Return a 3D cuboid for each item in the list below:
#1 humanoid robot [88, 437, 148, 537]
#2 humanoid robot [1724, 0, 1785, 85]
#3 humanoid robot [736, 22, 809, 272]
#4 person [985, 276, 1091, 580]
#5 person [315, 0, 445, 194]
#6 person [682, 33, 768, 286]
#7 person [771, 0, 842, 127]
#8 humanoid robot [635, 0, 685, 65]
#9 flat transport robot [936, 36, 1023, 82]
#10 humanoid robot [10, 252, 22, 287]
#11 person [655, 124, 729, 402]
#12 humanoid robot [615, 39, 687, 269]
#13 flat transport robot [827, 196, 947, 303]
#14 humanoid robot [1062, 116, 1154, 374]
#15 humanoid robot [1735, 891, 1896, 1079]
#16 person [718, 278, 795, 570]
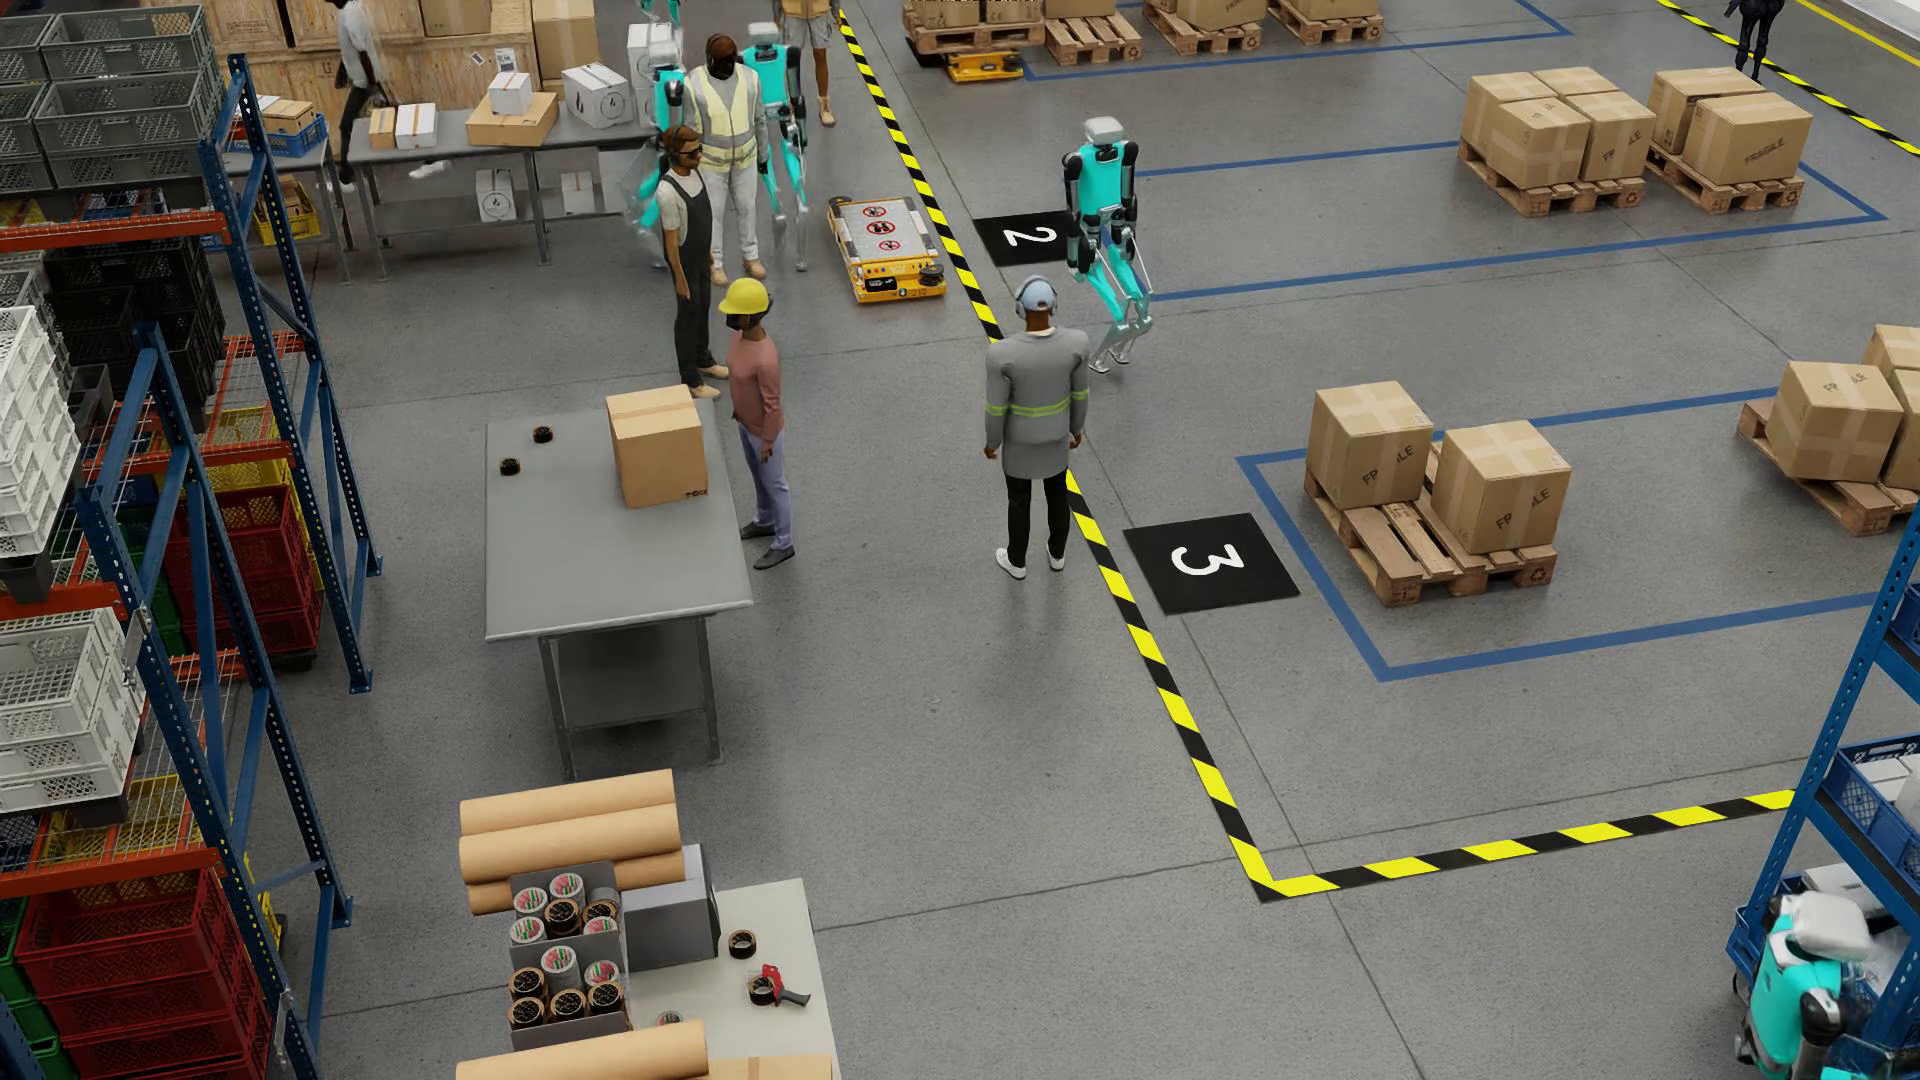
[{"bbox_3d":[-4.842,-0.690,9.292,0.394,1.646,0.587,-13,38,-16],"label":"humanoid robot"},{"bbox_3d":[7.197,-4.892,14.938,0.599,1.654,0.315,-15,39,-19],"label":"humanoid robot"},{"bbox_3d":[-1.301,-2.763,12.089,0.543,1.813,0.798,-12,38,-16],"label":"humanoid robot"},{"bbox_3d":[0.405,-0.602,9.037,0.586,1.852,0.384,-10,38,-13],"label":"person"},{"bbox_3d":[-4.719,-3.655,13.169,1.012,1.819,0.512,-8,37,-10],"label":"person"},{"bbox_3d":[-1.662,-2.724,11.907,0.631,1.834,0.430,-15,39,-19],"label":"person"},{"bbox_3d":[-1.301,-4.505,14.128,0.604,2.039,0.383,-6,37,-8],"label":"person"},{"bbox_3d":[-2.752,-5.076,15.121,0.553,1.720,0.955,-4,37,-6],"label":"humanoid robot"},{"bbox_3d":[0.116,-4.751,15.916,0.652,0.197,1.431,-8,37,-10],"label":"flat transport robot"},{"bbox_3d":[-6.466,-2.070,11.171,0.950,1.810,0.538,-7,37,-10],"label":"humanoid robot"},{"bbox_3d":[-1.706,-1.769,10.610,0.336,1.844,0.510,8,37,11],"label":"person"},{"bbox_3d":[-2.229,-2.654,11.897,0.666,1.811,0.554,-10,38,-13],"label":"humanoid robot"},{"bbox_3d":[-0.570,-2.220,12.538,0.659,0.231,1.431,-8,37,-10],"label":"flat transport robot"},{"bbox_3d":[1.009,-1.818,10.654,0.533,1.677,0.735,-19,41,-23],"label":"humanoid robot"},{"bbox_3d":[3.045,1.892,5.801,1.070,1.741,0.545,3,37,4],"label":"humanoid robot"},{"bbox_3d":[-1.125,-0.649,9.168,0.301,1.772,0.524,-17,40,-21],"label":"person"}]
